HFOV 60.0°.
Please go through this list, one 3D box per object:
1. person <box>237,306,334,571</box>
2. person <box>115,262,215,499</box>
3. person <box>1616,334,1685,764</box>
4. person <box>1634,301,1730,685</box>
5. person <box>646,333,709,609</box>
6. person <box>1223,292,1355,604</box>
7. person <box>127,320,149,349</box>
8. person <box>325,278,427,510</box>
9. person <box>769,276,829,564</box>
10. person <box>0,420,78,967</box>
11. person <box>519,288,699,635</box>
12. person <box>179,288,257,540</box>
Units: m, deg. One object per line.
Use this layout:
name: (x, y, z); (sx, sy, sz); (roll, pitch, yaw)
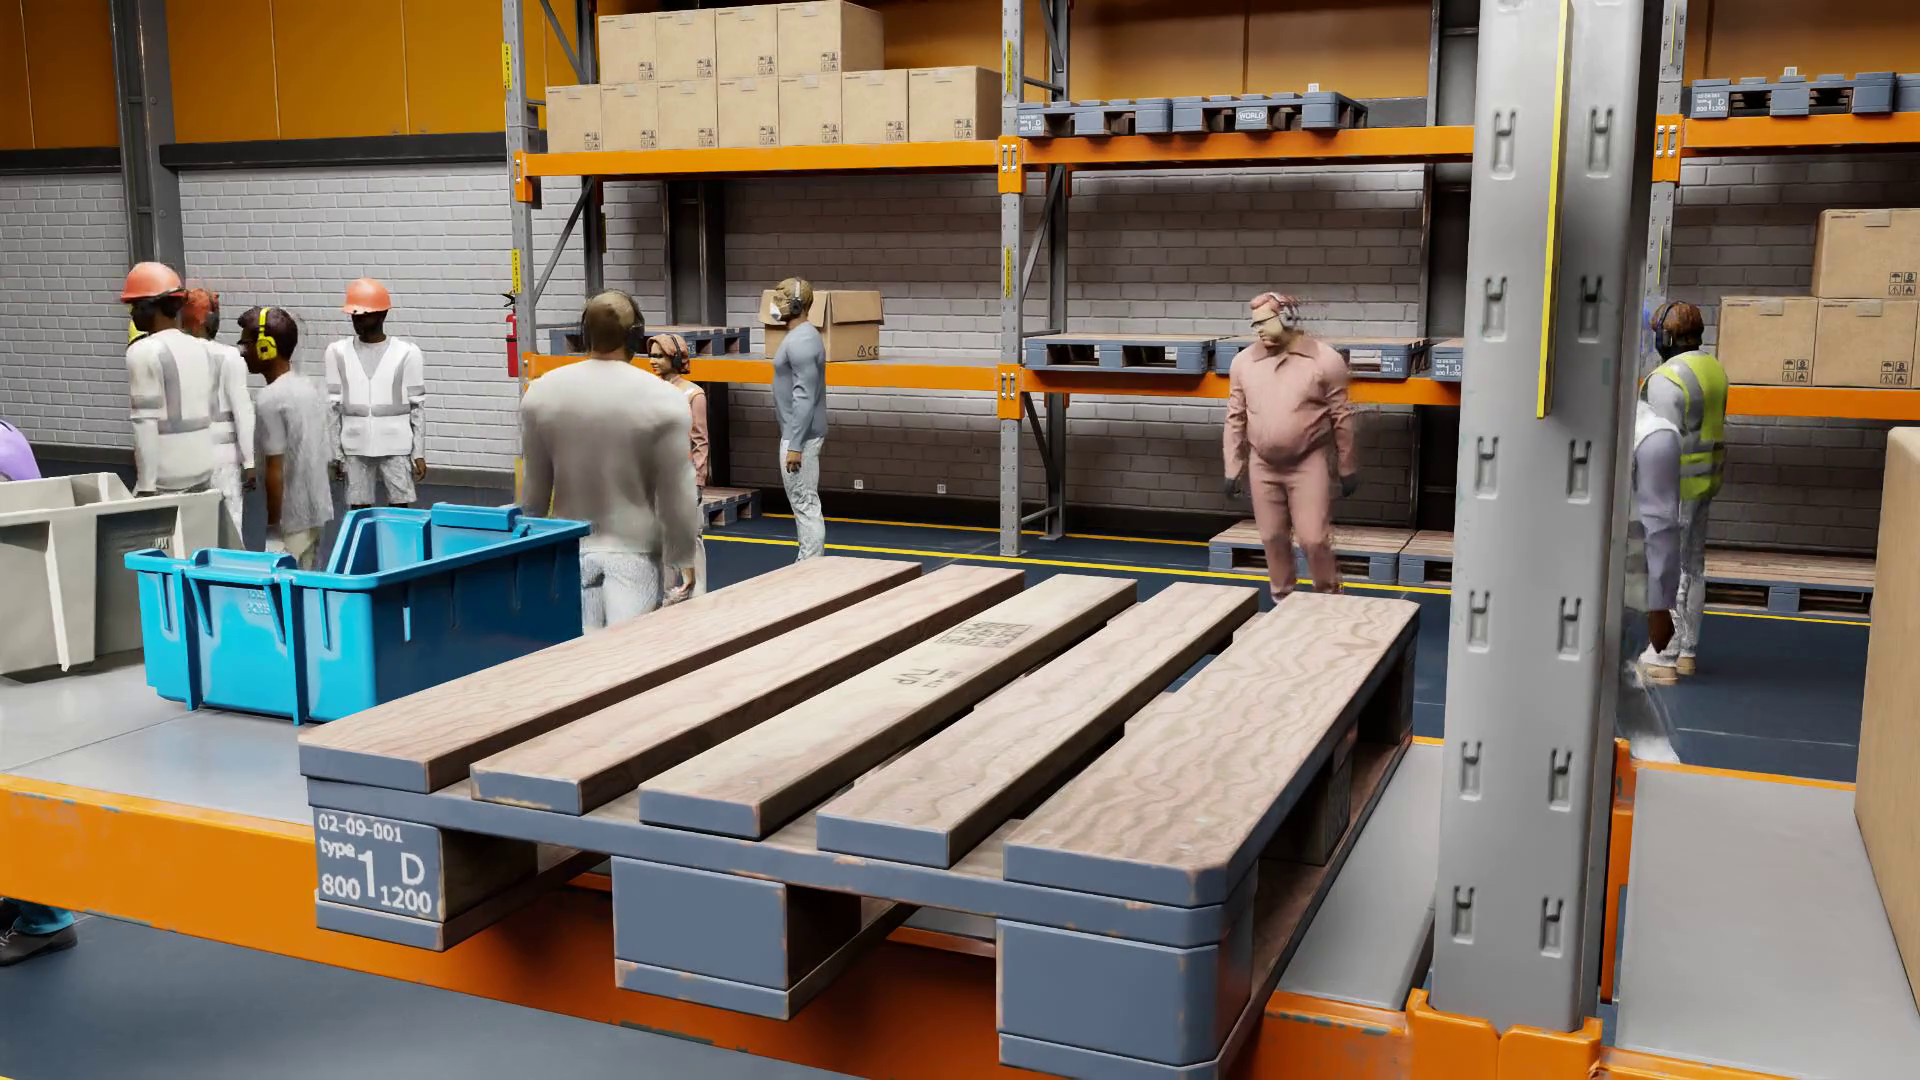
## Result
person: (-2.763, -0.060, 7.032); (0.562, 1.850, 0.515); (0, 9, 0)
person: (-3.888, -0.340, 8.153); (0.430, 2.023, 0.631); (1, 10, 6)
person: (2.215, 0.130, 5.747); (1.012, 1.902, 0.607); (-2, 10, -11)
person: (3.421, -0.223, 8.017); (0.624, 1.841, 0.430); (-9, 13, -44)
person: (-1.575, -0.309, 9.119); (0.513, 1.641, 0.309); (7, 12, 38)
person: (1.749, -0.391, 8.937); (0.669, 1.867, 0.482); (6, 11, 30)
person: (-4.650, -0.488, 9.970); (0.662, 1.717, 0.334); (4, 10, 20)
person: (-3.341, -0.524, 9.537); (0.545, 1.933, 0.376); (-1, 10, -9)
person: (-0.974, -0.601, 9.976); (0.372, 1.940, 0.630); (-1, 10, -7)
person: (-2.781, 0.309, 4.829); (0.388, 1.838, 0.563); (-6, 11, -31)
person: (-1.273, 0.046, 6.131); (0.661, 1.924, 0.444); (1, 10, 8)
person: (-4.158, -0.442, 9.187); (0.585, 1.882, 0.337); (1, 10, 8)
